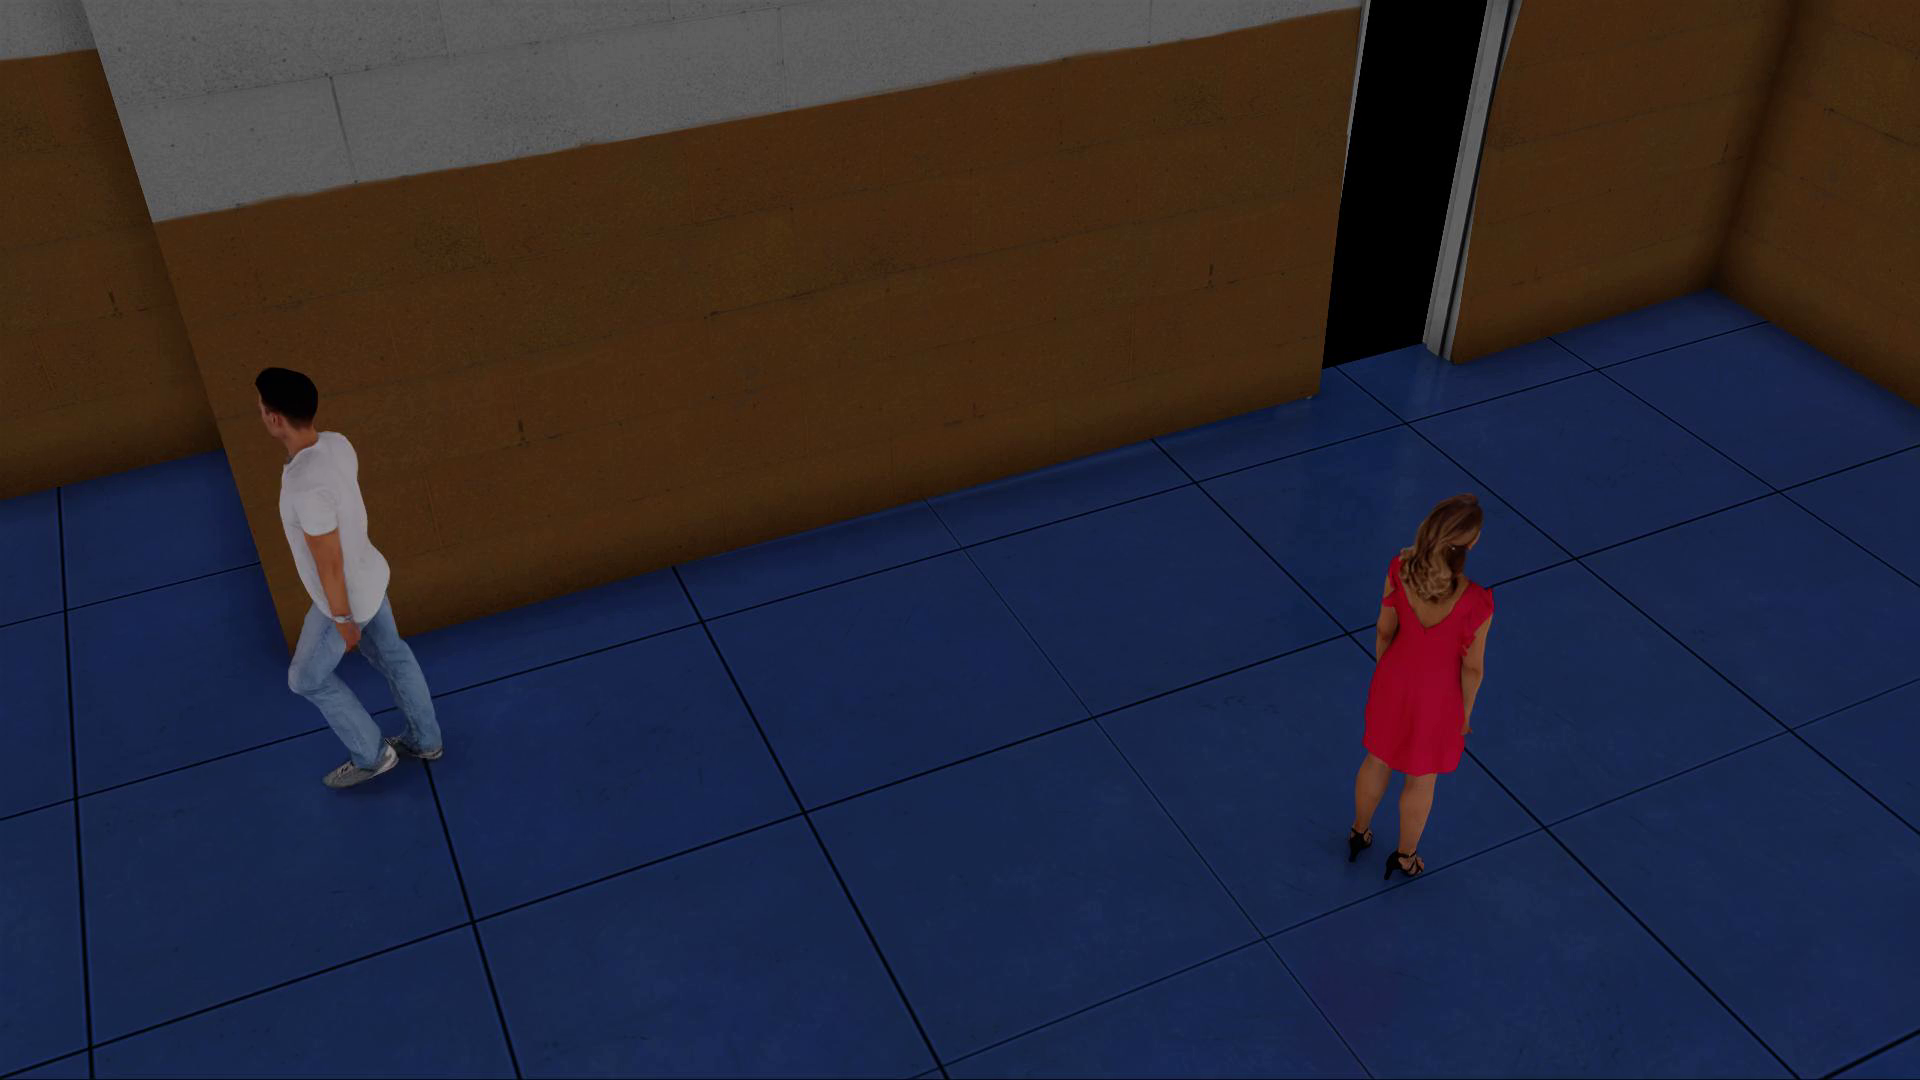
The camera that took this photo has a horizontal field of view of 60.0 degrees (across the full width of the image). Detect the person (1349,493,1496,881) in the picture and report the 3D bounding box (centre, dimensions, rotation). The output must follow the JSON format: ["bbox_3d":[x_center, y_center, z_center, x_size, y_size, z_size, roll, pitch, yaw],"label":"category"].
[{"bbox_3d":[1.653,0.556,6.017,0.592,1.729,0.704,29,46,33],"label":"person"}]

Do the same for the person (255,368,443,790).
[{"bbox_3d":[-2.285,0.172,6.439,0.866,1.837,0.786,-1,37,-2],"label":"person"}]
